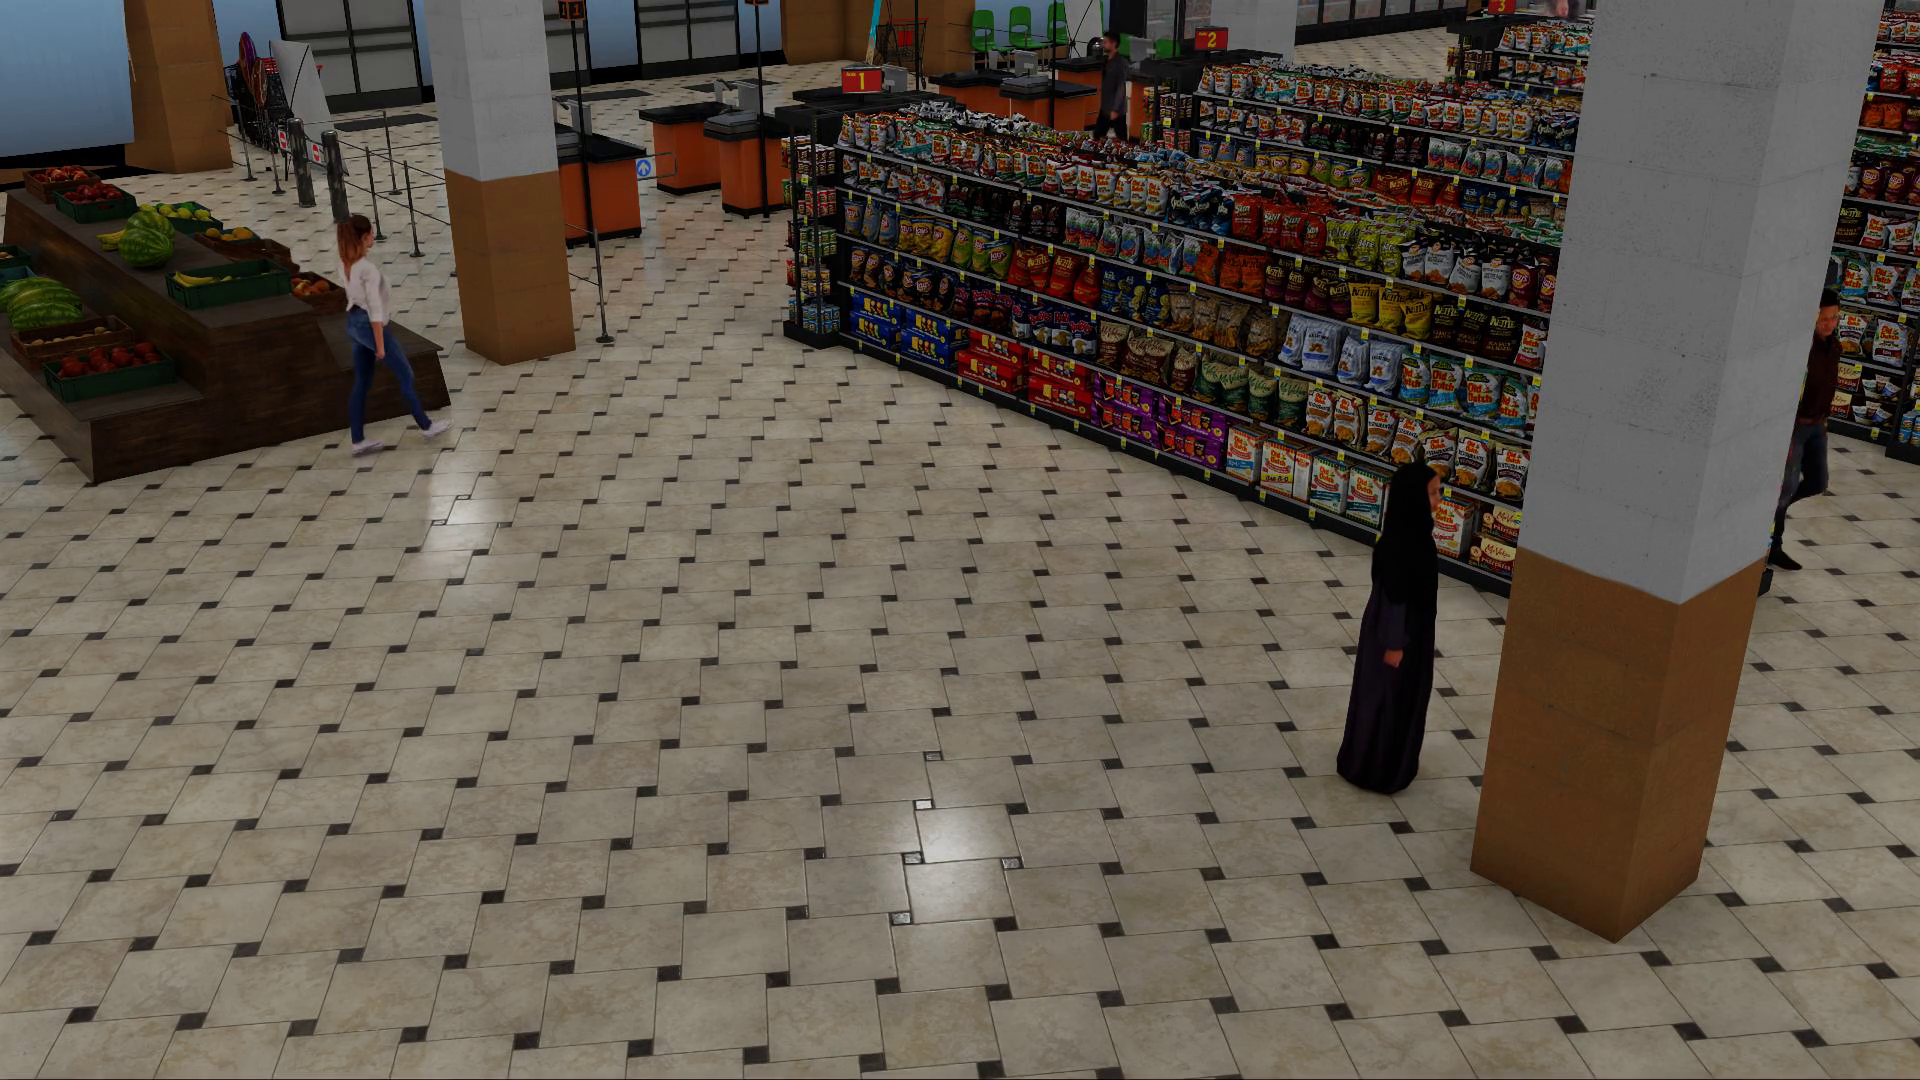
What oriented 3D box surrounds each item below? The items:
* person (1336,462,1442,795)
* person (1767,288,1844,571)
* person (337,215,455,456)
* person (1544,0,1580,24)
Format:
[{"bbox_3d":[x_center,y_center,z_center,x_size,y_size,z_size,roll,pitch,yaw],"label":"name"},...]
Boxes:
[{"bbox_3d":[2.035,0.390,7.763,0.719,1.614,0.701,12,26,24],"label":"person"},{"bbox_3d":[4.972,-0.680,10.029,0.750,1.758,0.765,-14,27,-29],"label":"person"},{"bbox_3d":[-4.259,-1.413,11.783,0.937,1.696,0.749,21,32,40],"label":"person"},{"bbox_3d":[9.805,-8.271,27.277,0.761,1.837,0.863,10,26,22],"label":"person"}]
